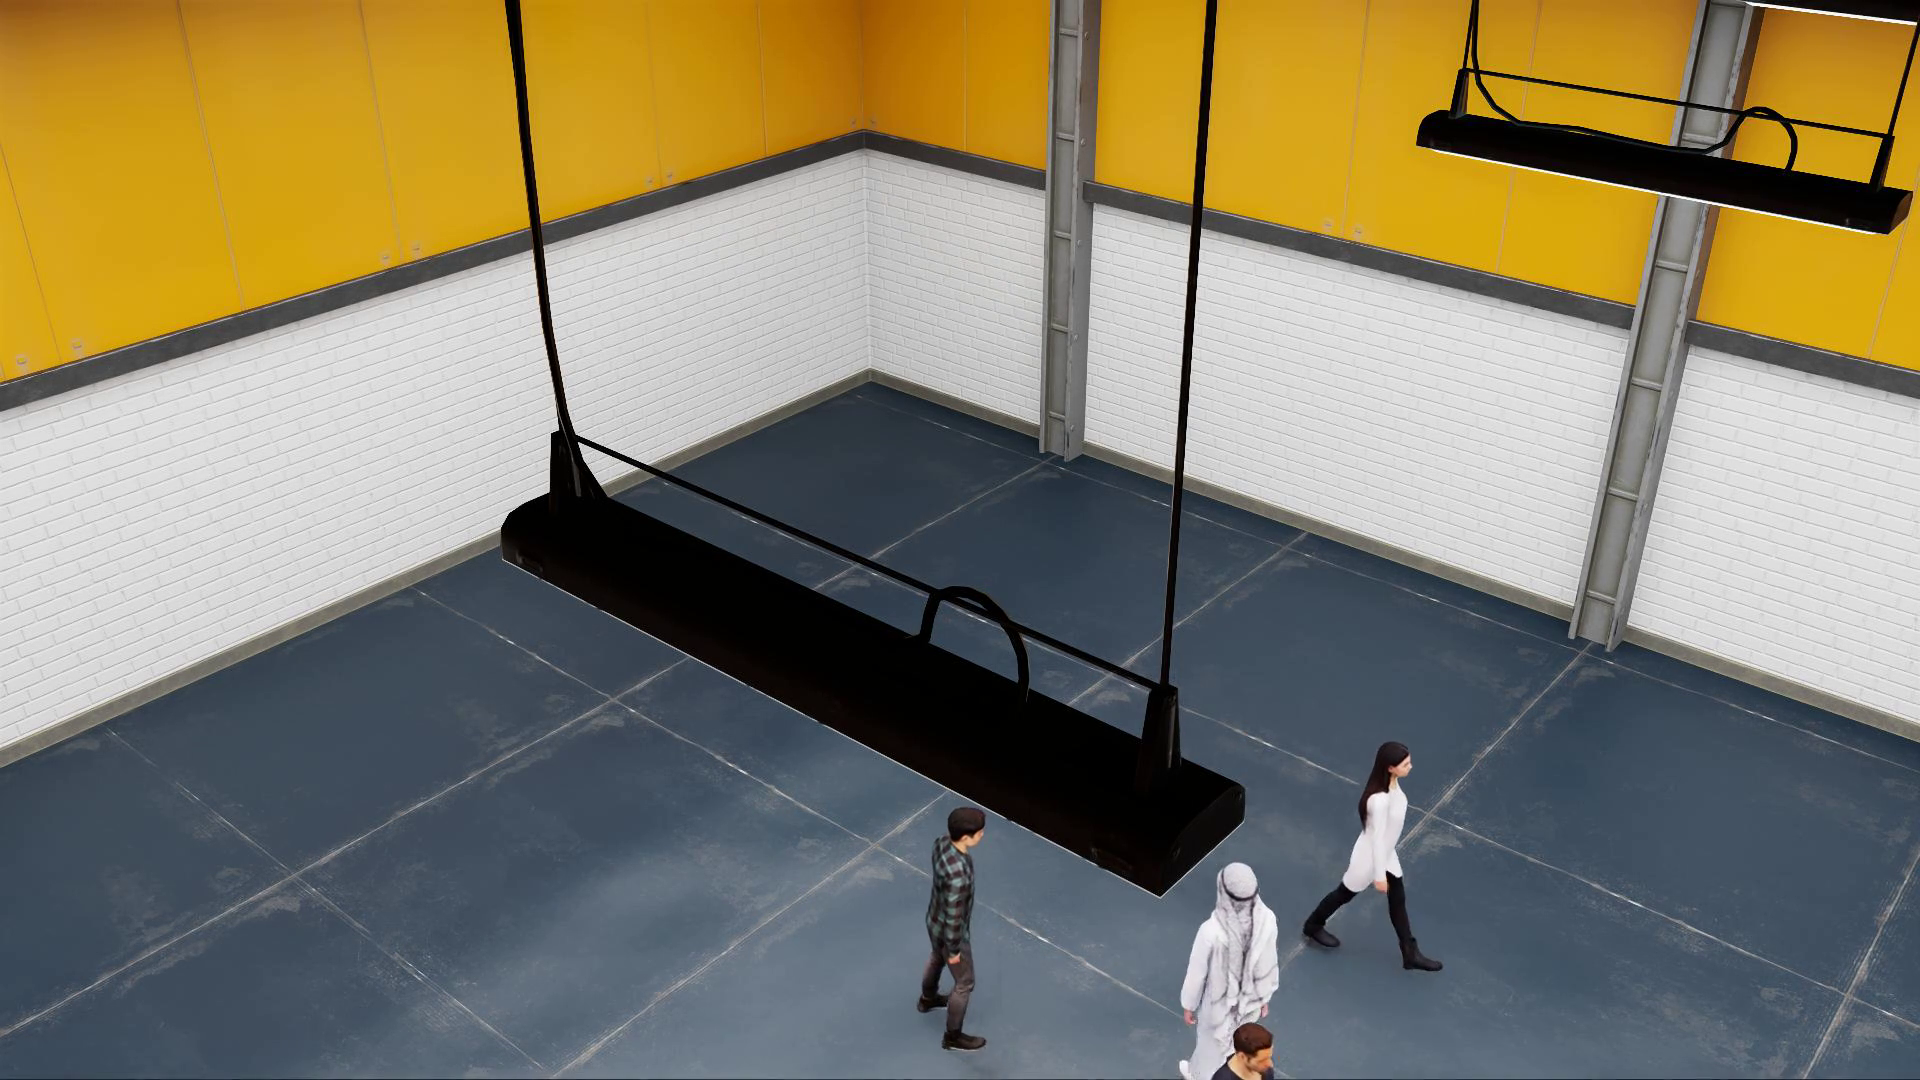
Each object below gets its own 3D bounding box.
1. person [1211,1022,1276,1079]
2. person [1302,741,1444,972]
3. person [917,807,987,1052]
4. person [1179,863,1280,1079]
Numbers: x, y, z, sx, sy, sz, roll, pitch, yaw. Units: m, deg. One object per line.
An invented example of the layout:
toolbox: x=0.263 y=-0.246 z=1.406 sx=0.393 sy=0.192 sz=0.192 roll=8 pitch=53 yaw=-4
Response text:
person: x=1.366 y=3.176 z=8.829 sx=0.743 sy=1.816 sz=1.060 roll=-24 pitch=37 yaw=-37
person: x=2.628 y=2.070 z=10.924 sx=1.228 sy=1.752 sz=0.788 roll=15 pitch=32 yaw=25
person: x=-0.058 y=2.354 z=10.266 sx=0.920 sy=1.696 sz=0.858 roll=-5 pitch=29 yaw=-9
person: x=1.600 y=2.727 z=9.579 sx=1.053 sy=1.887 sz=1.321 roll=-12 pitch=31 yaw=-20
